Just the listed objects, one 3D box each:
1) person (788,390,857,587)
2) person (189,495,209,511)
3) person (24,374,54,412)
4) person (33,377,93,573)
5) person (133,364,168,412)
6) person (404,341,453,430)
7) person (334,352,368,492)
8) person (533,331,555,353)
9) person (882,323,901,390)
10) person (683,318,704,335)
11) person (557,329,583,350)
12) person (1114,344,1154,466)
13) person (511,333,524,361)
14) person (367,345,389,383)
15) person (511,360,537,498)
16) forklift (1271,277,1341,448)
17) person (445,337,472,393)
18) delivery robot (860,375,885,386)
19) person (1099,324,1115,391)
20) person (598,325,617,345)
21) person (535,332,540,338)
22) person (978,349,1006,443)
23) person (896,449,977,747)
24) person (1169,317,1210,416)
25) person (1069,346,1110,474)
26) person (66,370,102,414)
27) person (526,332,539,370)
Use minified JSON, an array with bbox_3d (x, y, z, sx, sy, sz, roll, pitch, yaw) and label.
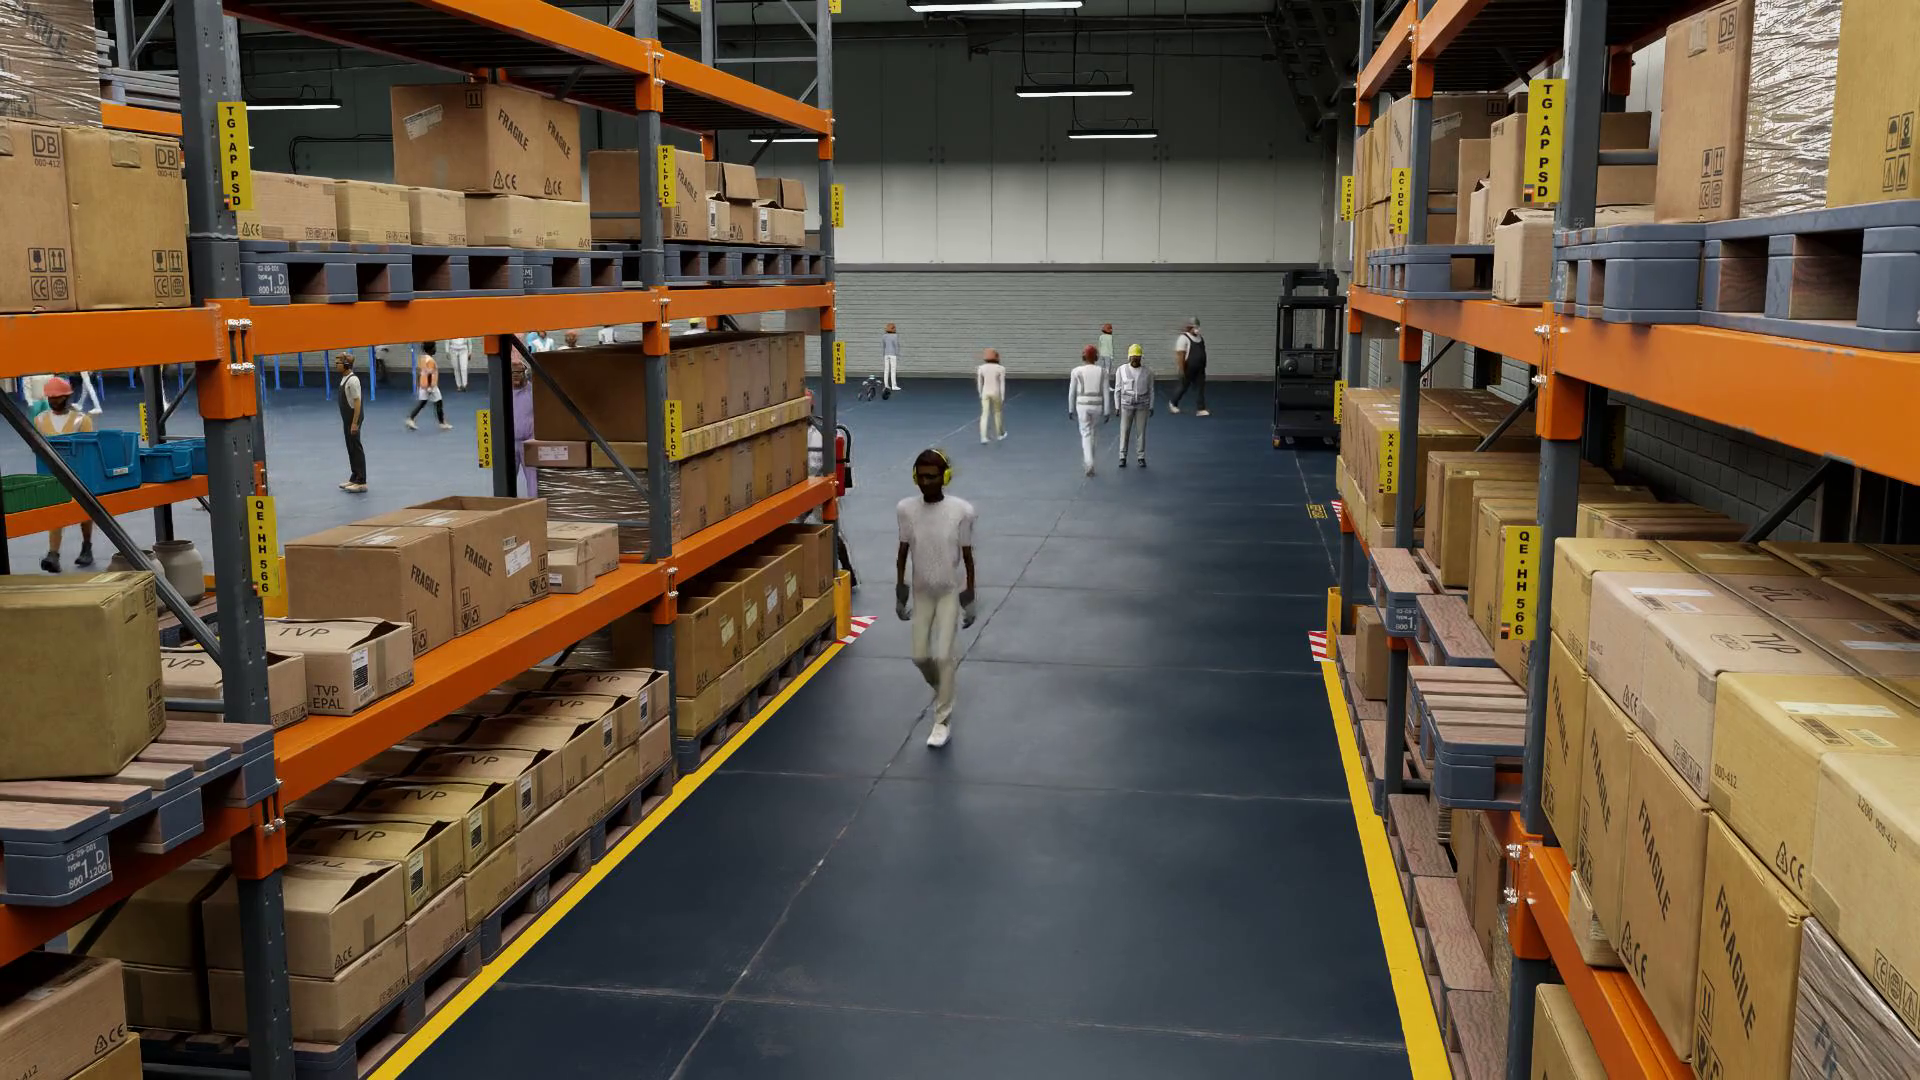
[{"bbox_3d":[-1.351,-0.425,15.002,1.024,1.884,0.560,-7,11,-36],"label":"person"},{"bbox_3d":[-8.981,-1.327,20.041,0.830,2.017,0.604,-9,13,-44],"label":"person"},{"bbox_3d":[-14.620,-2.210,26.469,0.880,1.694,0.535,7,11,36],"label":"person"},{"bbox_3d":[-8.731,-0.639,16.217,0.566,1.882,1.011,-1,9,-9],"label":"person"},{"bbox_3d":[-16.259,-3.396,33.497,0.929,1.806,0.621,3,10,20],"label":"person"},{"bbox_3d":[-9.792,-2.831,30.469,0.840,1.666,0.530,-6,11,-35],"label":"person"},{"bbox_3d":[-8.096,-1.569,22.096,0.325,1.843,0.517,-6,11,-32],"label":"person"},{"bbox_3d":[-9.610,-4.109,38.439,0.526,1.619,0.504,-4,10,-24],"label":"person"},{"bbox_3d":[-1.693,-4.506,40.858,0.499,1.634,0.279,7,11,36],"label":"person"},{"bbox_3d":[-6.093,-4.199,38.218,0.602,1.885,0.972,-5,11,-30],"label":"person"},{"bbox_3d":[-7.027,-2.901,30.270,0.583,1.863,0.752,0,9,-2],"label":"person"},{"bbox_3d":[2.614,-2.017,24.900,0.600,1.830,0.403,0,9,0],"label":"person"},{"bbox_3d":[-10.456,-4.320,39.039,0.393,1.872,0.743,-4,10,-25],"label":"person"},{"bbox_3d":[-15.242,-5.037,43.272,0.808,1.908,0.579,2,9,10],"label":"person"},{"bbox_3d":[-5.049,-1.110,19.075,0.641,1.908,0.407,-2,9,-10],"label":"person"},{"bbox_3d":[5.847,-3.016,27.970,1.129,2.768,1.873,1,9,9],"label":"forklift"},{"bbox_3d":[-12.109,-4.517,40.191,0.600,1.884,1.046,-2,9,-12],"label":"person"},{"bbox_3d":[-1.988,-3.630,37.803,0.335,0.223,0.698,6,11,33],"label":"delivery robot"},{"bbox_3d":[3.576,-4.449,40.510,0.280,1.633,0.499,-6,11,-32],"label":"person"},{"bbox_3d":[-9.404,-5.120,44.486,0.542,1.679,0.629,-6,11,-33],"label":"person"},{"bbox_3d":[-10.765,-4.818,42.434,0.374,1.756,0.535,-3,10,-21],"label":"person"},{"bbox_3d":[0.549,-2.453,28.317,0.518,1.580,0.849,4,10,21],"label":"person"},{"bbox_3d":[-0.130,0.327,10.422,0.534,1.848,0.587,2,9,14],"label":"person"},{"bbox_3d":[4.661,-3.534,33.747,0.689,2.000,0.933,-6,11,-35],"label":"person"},{"bbox_3d":[1.884,-1.887,24.089,0.572,1.845,0.971,-1,9,-8],"label":"person"},{"bbox_3d":[-18.070,-3.518,34.234,1.000,1.811,0.505,4,10,22],"label":"person"},{"bbox_3d":[-10.510,-4.543,40.951,0.332,1.686,0.536,1,9,7],"label":"person"}]
